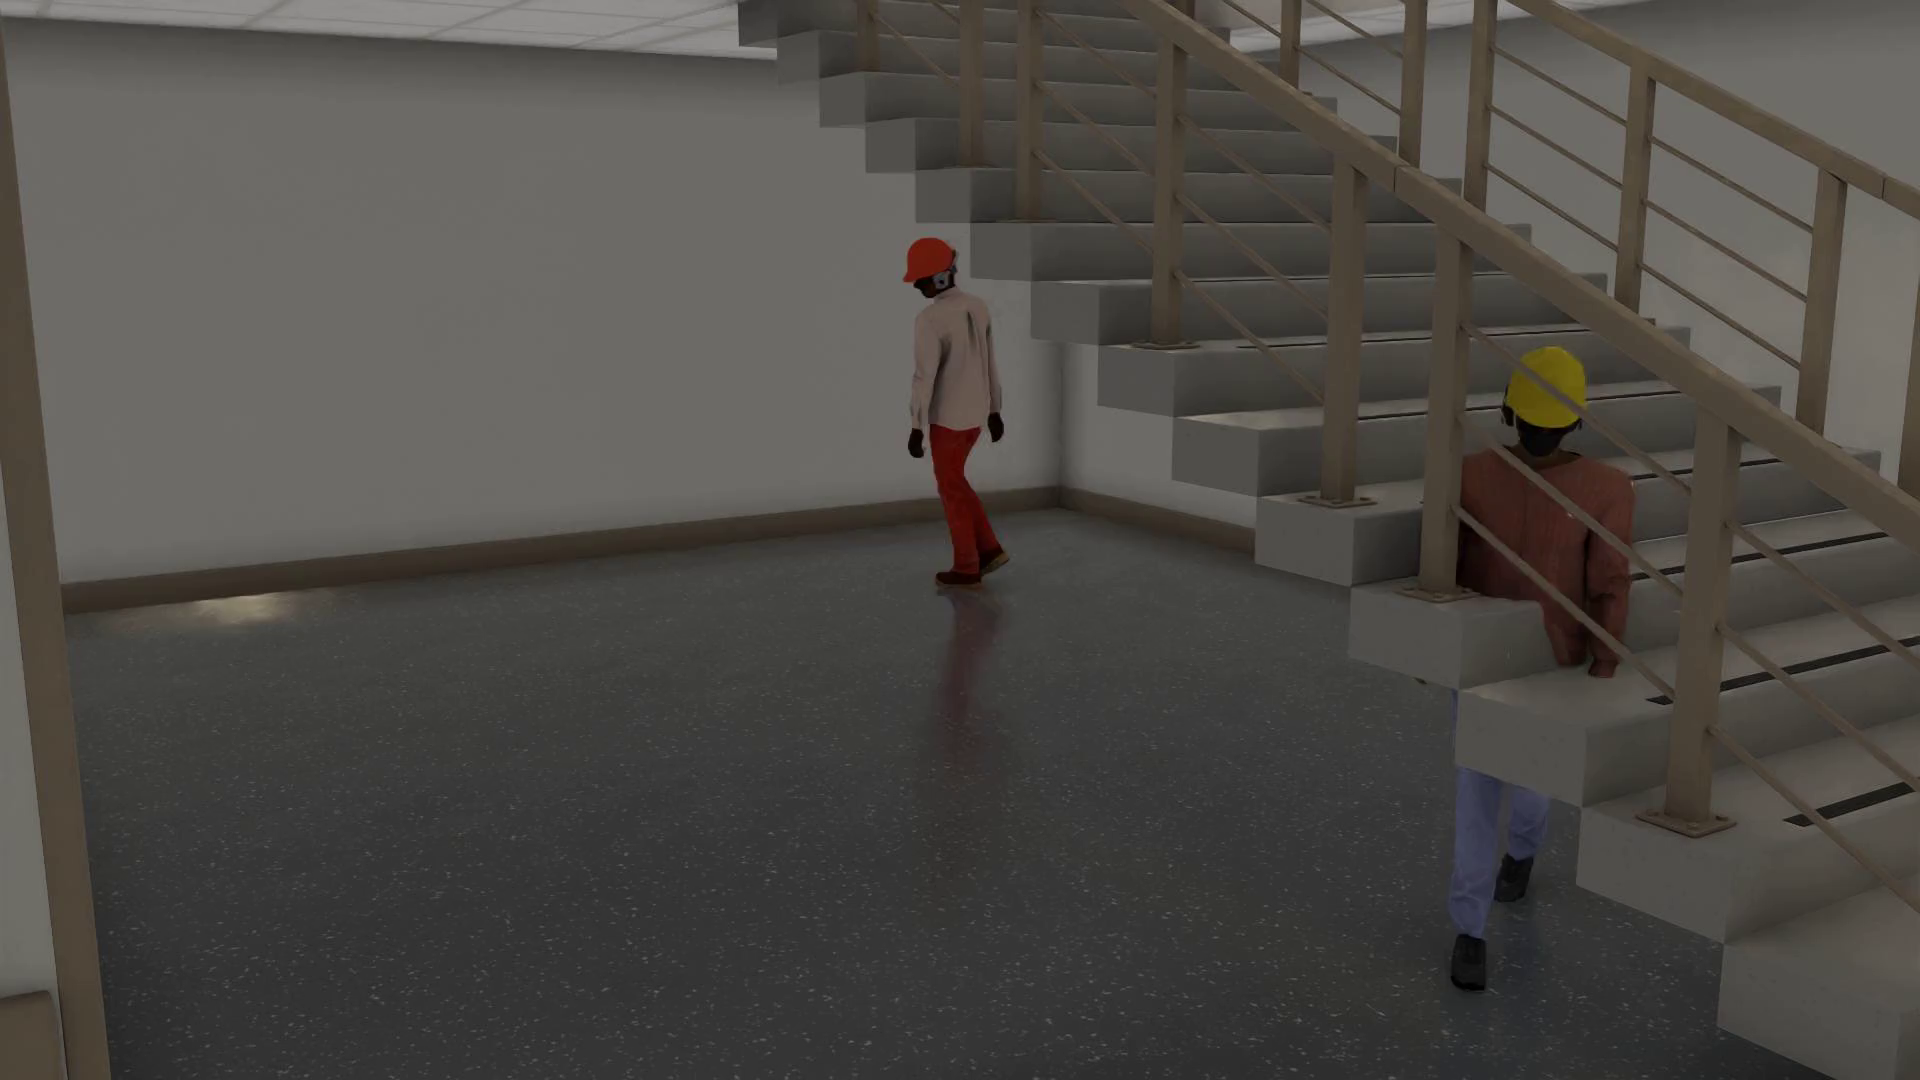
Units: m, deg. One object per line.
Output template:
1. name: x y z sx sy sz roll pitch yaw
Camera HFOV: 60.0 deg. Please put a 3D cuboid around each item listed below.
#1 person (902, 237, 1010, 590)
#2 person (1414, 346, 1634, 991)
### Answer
1. person: -0.048 -0.665 9.091 0.424 1.943 0.690 7 13 33
2. person: 1.562 0.298 4.667 0.556 1.706 0.894 4 11 19
